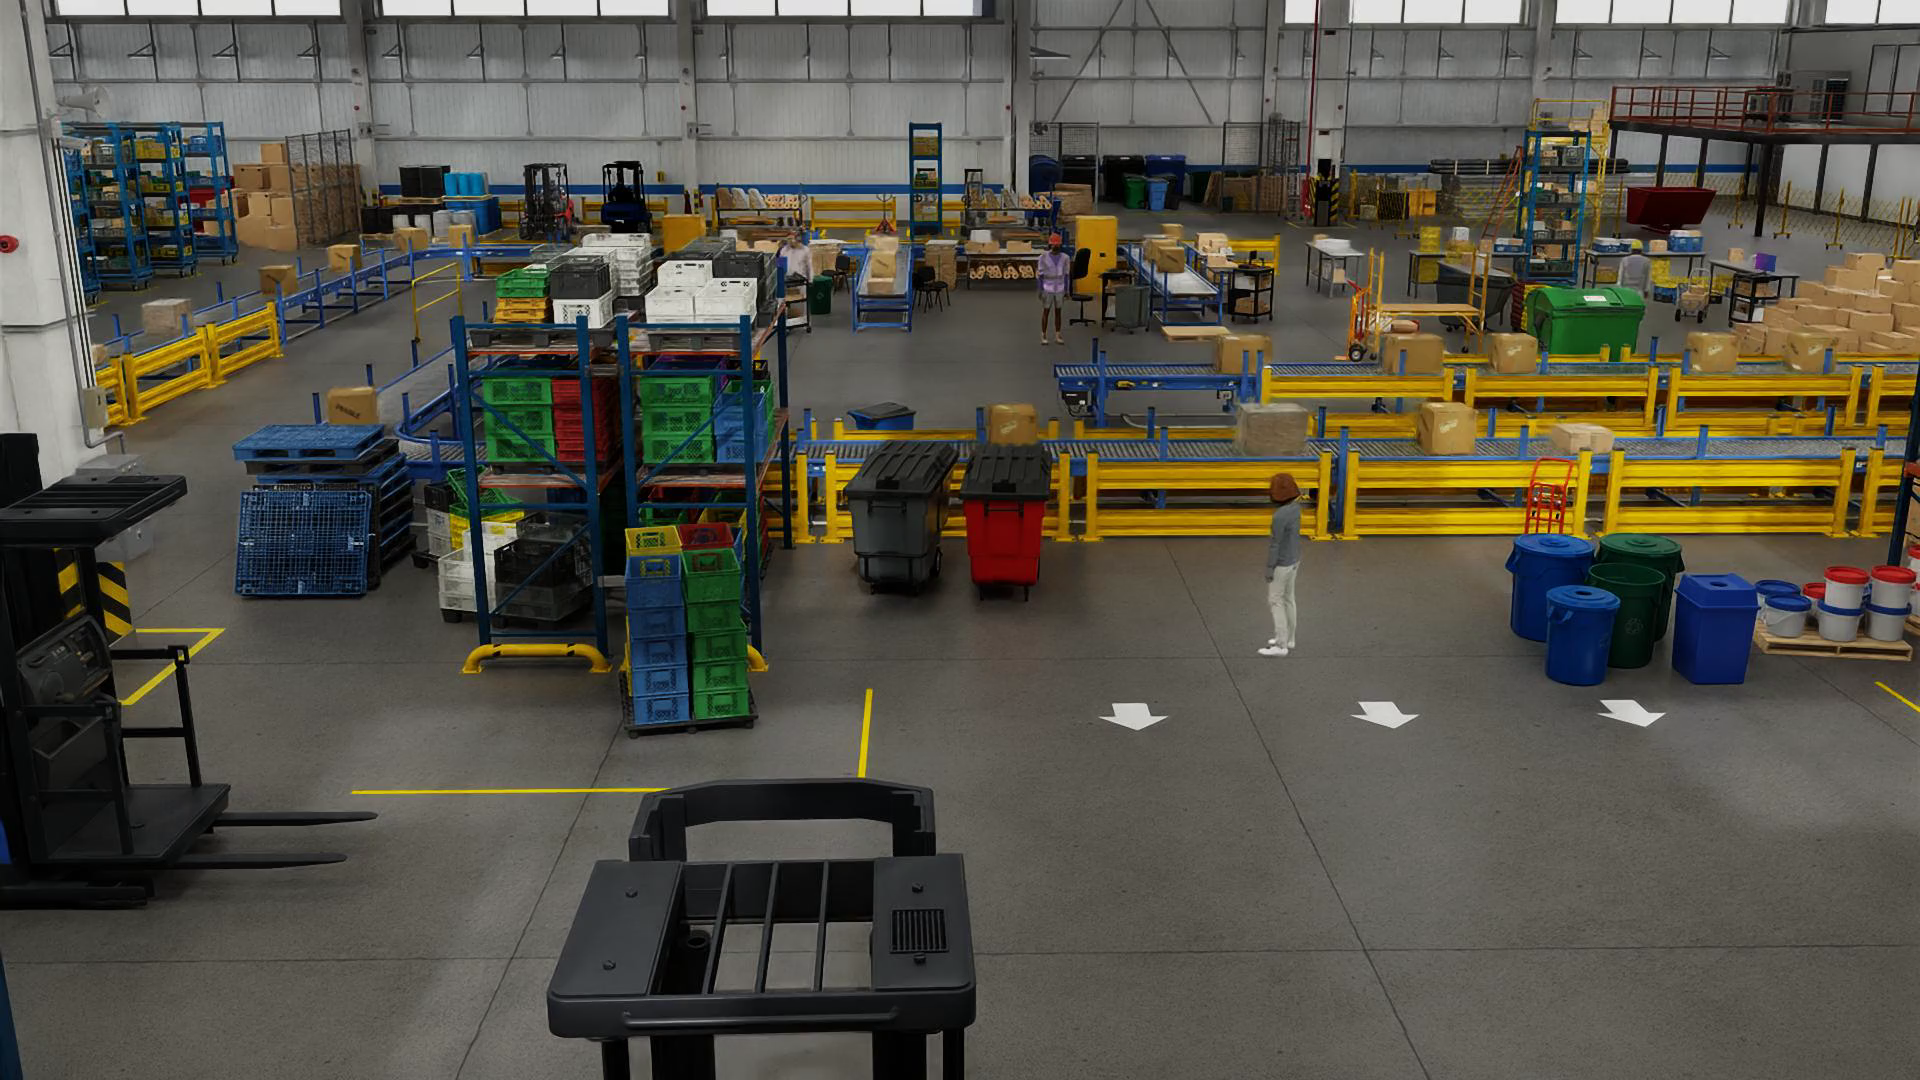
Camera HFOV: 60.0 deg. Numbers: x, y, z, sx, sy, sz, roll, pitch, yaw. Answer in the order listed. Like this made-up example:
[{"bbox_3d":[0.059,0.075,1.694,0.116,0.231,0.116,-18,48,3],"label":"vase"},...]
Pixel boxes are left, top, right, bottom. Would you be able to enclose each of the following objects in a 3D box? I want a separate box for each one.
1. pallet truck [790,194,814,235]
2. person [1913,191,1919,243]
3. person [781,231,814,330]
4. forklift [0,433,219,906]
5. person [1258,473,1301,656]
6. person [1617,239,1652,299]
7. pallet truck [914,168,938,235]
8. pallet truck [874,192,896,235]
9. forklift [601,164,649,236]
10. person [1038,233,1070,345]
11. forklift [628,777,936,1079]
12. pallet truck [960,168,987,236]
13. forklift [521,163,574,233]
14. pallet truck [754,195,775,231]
[{"bbox_3d":[-4.814,-9.883,50.259,0.704,1.261,1.522,-1,16,-3],"label":"pallet truck"},{"bbox_3d":[27.728,-9.440,47.743,0.504,1.840,0.345,0,16,-1],"label":"person"},{"bbox_3d":[-3.197,-5.063,32.434,0.676,1.893,0.444,4,17,13],"label":"person"},{"bbox_3d":[-5.952,0.780,10.366,1.873,2.768,1.129,0,16,-1],"label":"forklift"},{"bbox_3d":[2.829,0.210,14.592,0.287,1.626,0.497,10,19,31],"label":"person"},{"bbox_3d":[12.861,-4.827,31.764,0.600,1.816,0.629,4,17,15],"label":"person"},{"bbox_3d":[-0.989,-10.316,50.507,0.823,1.965,1.885,1,16,3],"label":"pallet truck"},{"bbox_3d":[-2.277,-9.986,50.594,0.653,1.274,1.630,0,16,-1],"label":"pallet truck"},{"bbox_3d":[-9.948,-10.127,49.296,1.157,1.987,2.680,-1,16,-3],"label":"forklift"},{"bbox_3d":[1.733,-4.605,30.572,0.605,2.045,0.377,-3,16,-12],"label":"person"},{"bbox_3d":[-0.542,2.165,5.552,1.129,2.768,1.873,-1,16,-2],"label":"forklift"},{"bbox_3d":[0.383,-10.230,50.206,0.823,1.965,1.885,-1,16,-3],"label":"pallet truck"},{"bbox_3d":[-12.233,-10.122,49.298,1.157,1.987,2.680,0,16,-1],"label":"forklift"},{"bbox_3d":[-6.051,-9.967,50.660,0.680,1.201,1.601,0,16,-1],"label":"pallet truck"}]
